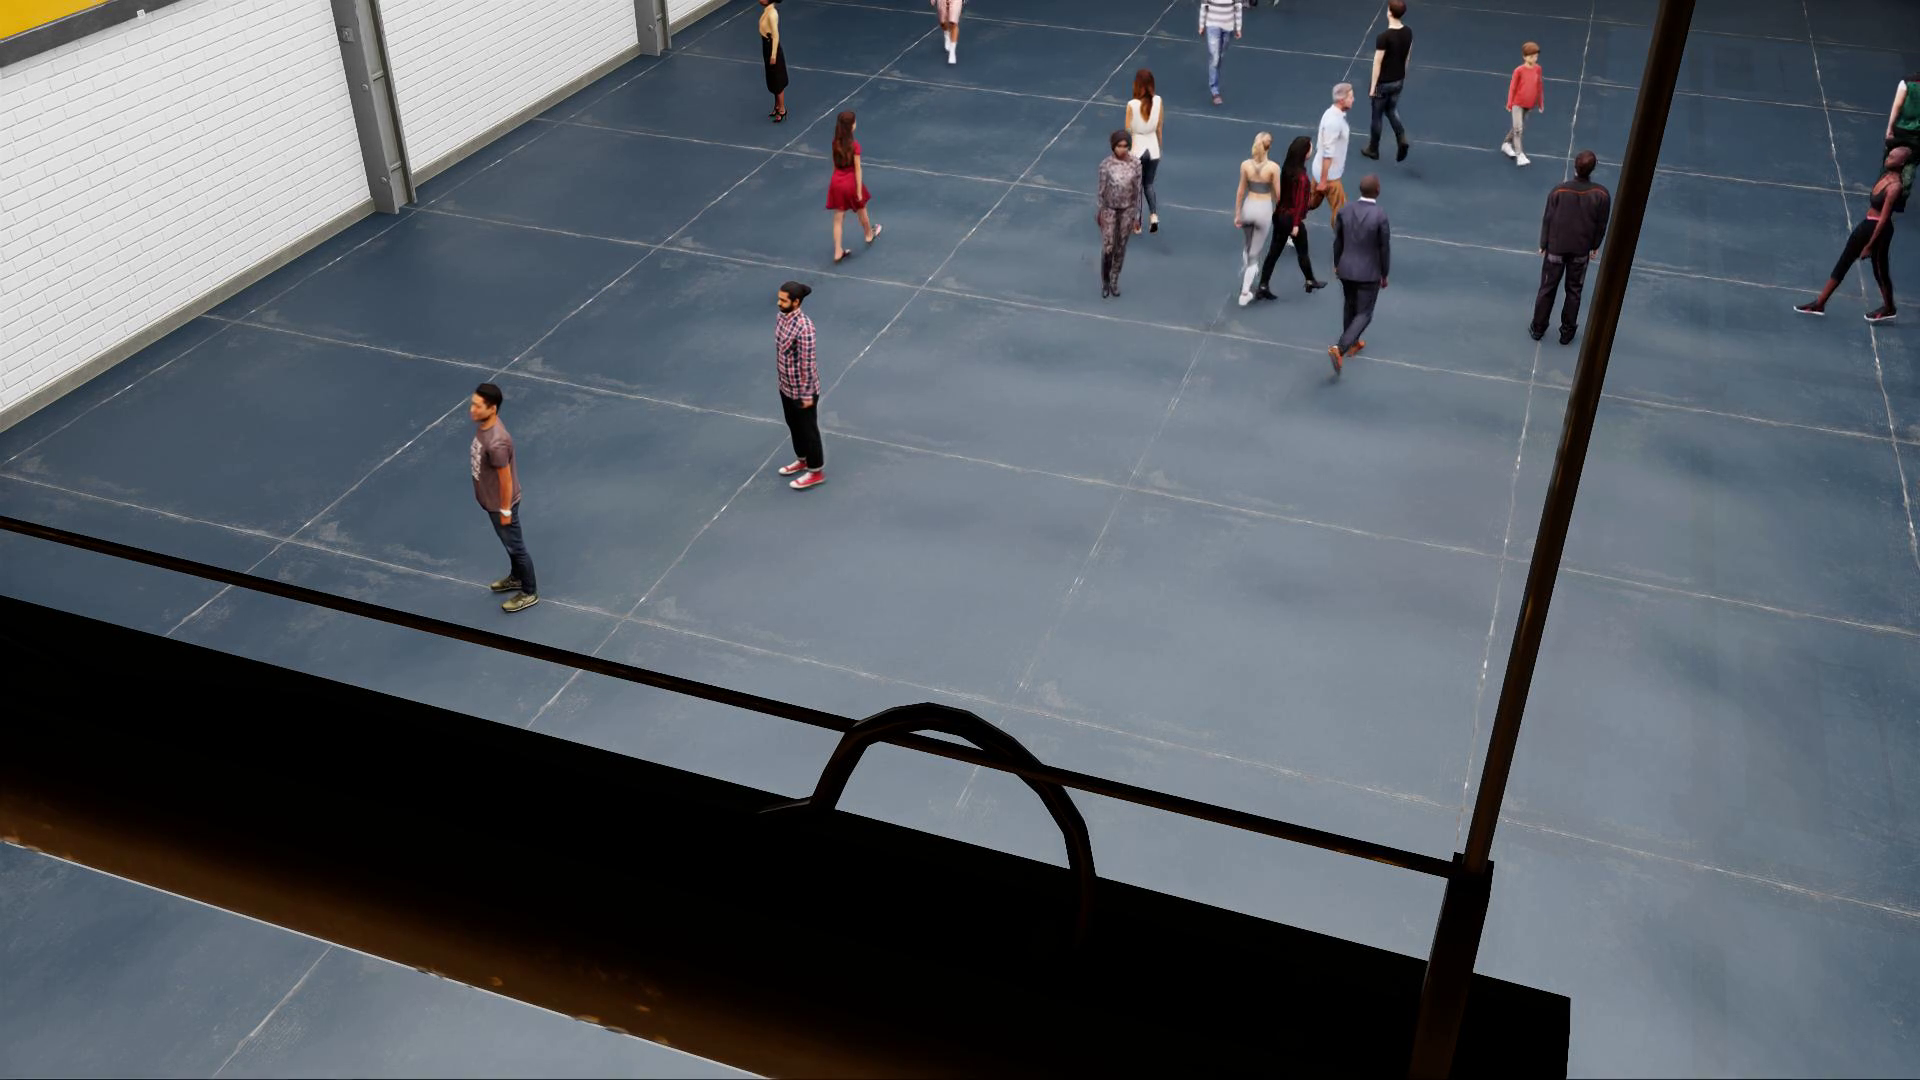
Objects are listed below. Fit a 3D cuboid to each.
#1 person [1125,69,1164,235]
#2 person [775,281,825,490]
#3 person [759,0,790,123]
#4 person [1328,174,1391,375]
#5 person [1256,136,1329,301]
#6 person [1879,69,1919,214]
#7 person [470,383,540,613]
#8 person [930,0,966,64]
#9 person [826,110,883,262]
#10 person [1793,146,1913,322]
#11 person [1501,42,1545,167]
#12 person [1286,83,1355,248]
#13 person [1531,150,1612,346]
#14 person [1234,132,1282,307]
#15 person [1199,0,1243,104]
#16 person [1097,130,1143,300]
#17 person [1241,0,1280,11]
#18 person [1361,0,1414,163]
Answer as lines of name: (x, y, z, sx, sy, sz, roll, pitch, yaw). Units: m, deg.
person: (1.958, -4.012, 17.422, 0.804, 1.771, 0.878, -10, 35, -14)
person: (-1.282, -1.255, 13.285, 0.804, 1.759, 0.775, -20, 39, -27)
person: (-2.311, -5.995, 20.510, 0.726, 1.653, 0.640, -8, 34, -12)
person: (3.567, -2.377, 14.933, 0.964, 1.803, 1.154, 28, 43, 35)
person: (3.107, -3.082, 16.156, 1.024, 1.622, 1.011, -10, 35, -14)
person: (10.281, -4.406, 17.962, 0.659, 1.829, 0.932, 10, 35, 14)
person: (-3.265, -0.321, 11.859, 0.758, 1.781, 0.710, -16, 37, -23)
person: (-0.147, -7.436, 22.586, 0.862, 1.757, 1.198, 2, 34, 3)
person: (-1.201, -3.595, 17.023, 0.649, 1.517, 1.023, 17, 37, 24)
person: (8.734, -2.835, 15.706, 0.862, 1.710, 1.169, 4, 34, 6)
person: (6.552, -5.119, 19.435, 0.860, 1.385, 0.989, -9, 35, -14)
person: (3.684, -3.782, 17.058, 0.916, 1.790, 1.179, 5, 34, 7)
person: (5.639, -2.707, 15.396, 0.743, 1.840, 0.683, 9, 35, 13)
person: (2.843, -3.080, 16.107, 0.669, 1.673, 0.999, 18, 38, 25)
person: (3.301, -6.568, 21.238, 1.032, 1.803, 1.287, -3, 34, -5)
person: (1.546, -3.213, 16.283, 0.683, 1.701, 0.745, -2, 34, -3)
person: (4.520, -8.694, 24.443, 0.889, 1.796, 0.924, 22, 39, 29)
person: (5.012, -5.268, 19.207, 1.031, 1.886, 1.099, -14, 36, -20)
